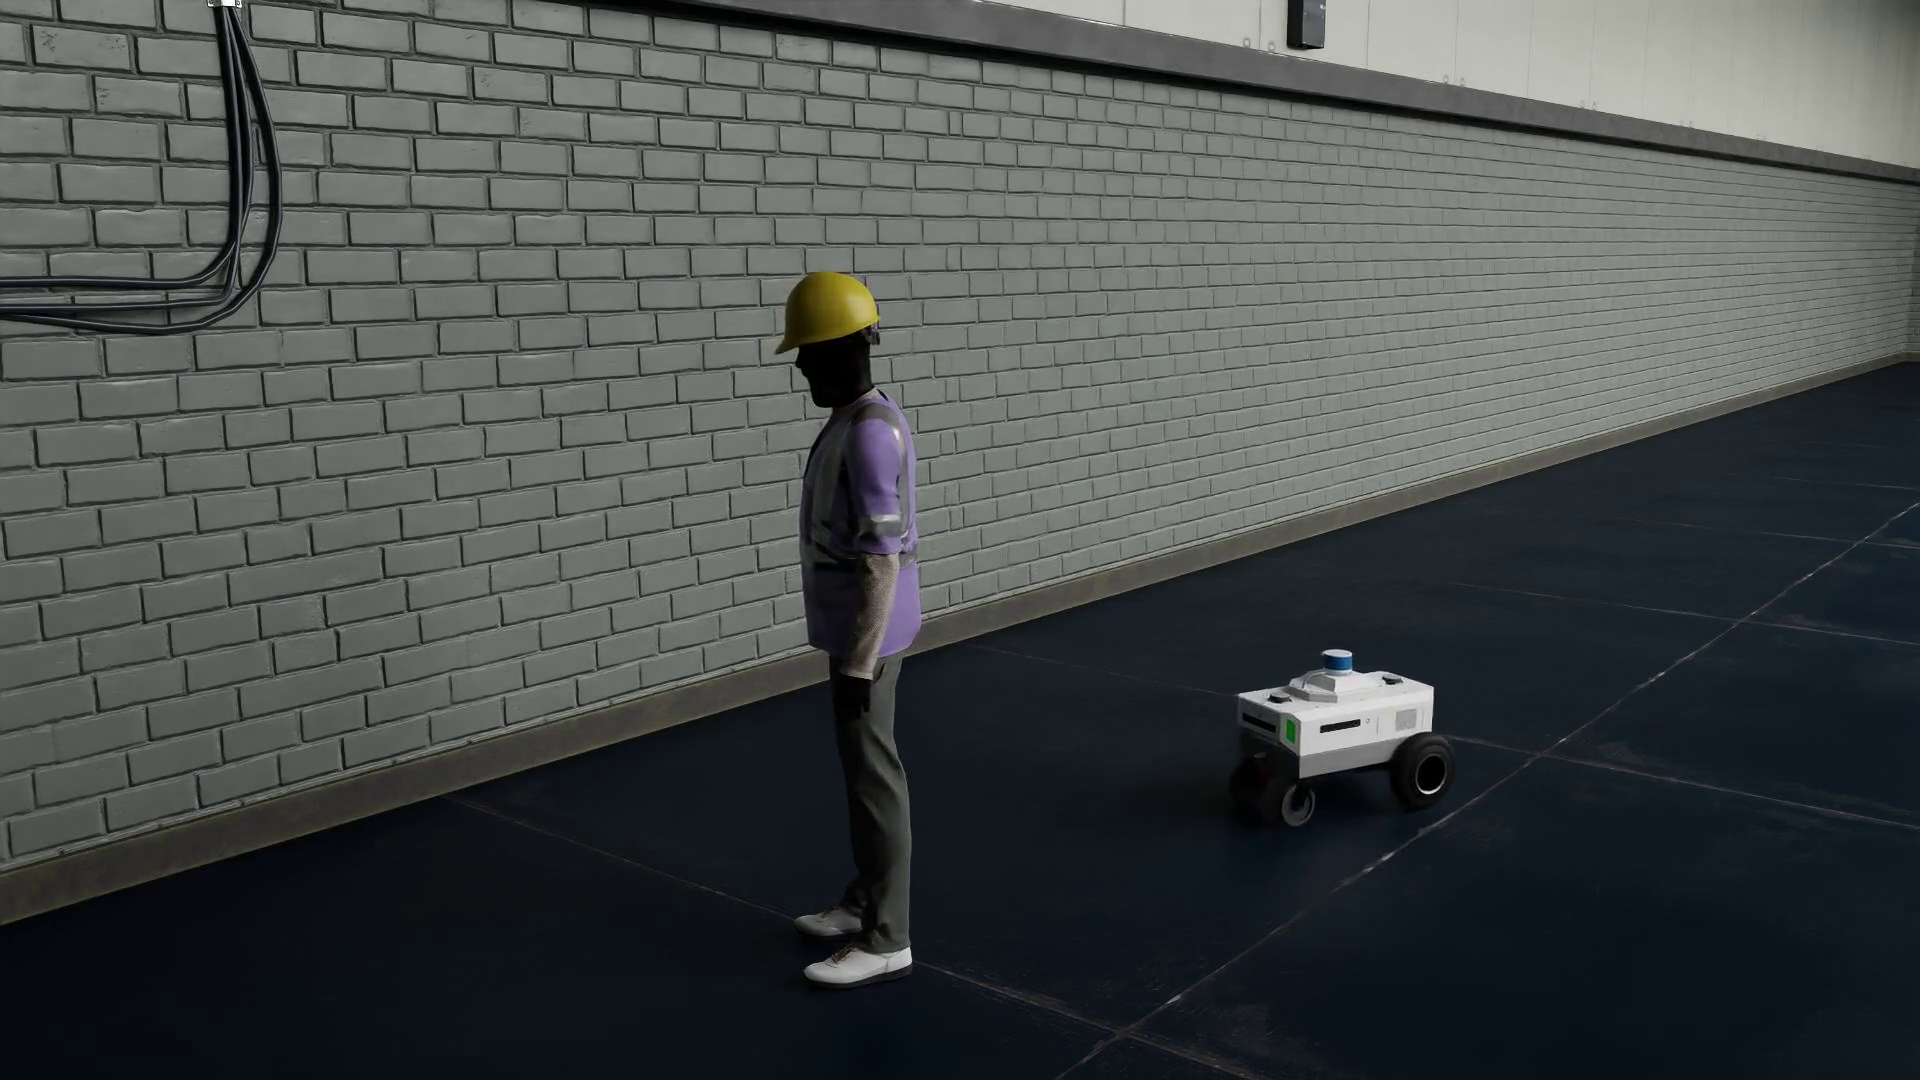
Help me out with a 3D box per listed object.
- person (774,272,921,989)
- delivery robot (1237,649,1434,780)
[{"bbox_3d":[-0.298,0.243,4.507,0.381,1.917,0.585,-1,10,-7],"label":"person"},{"bbox_3d":[1.345,0.637,5.961,0.707,0.478,0.477,-5,12,-28],"label":"delivery robot"}]
